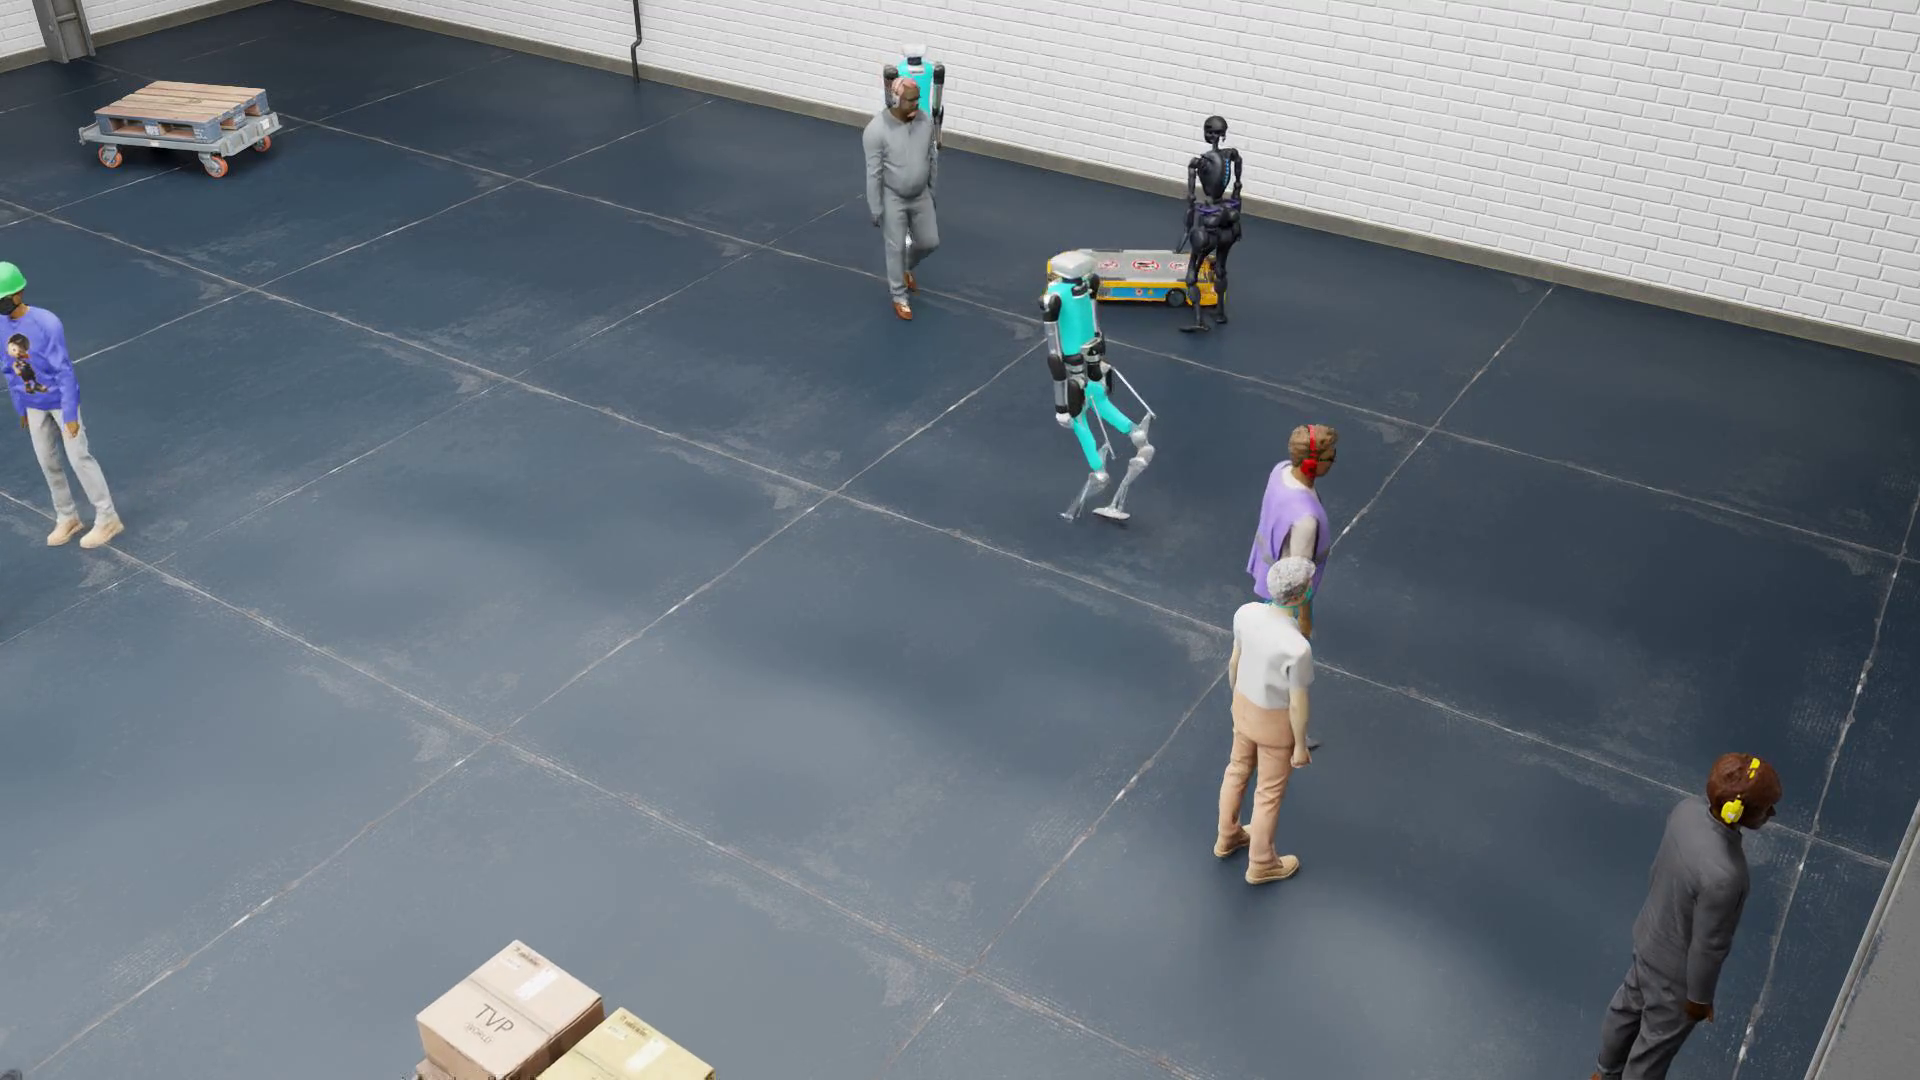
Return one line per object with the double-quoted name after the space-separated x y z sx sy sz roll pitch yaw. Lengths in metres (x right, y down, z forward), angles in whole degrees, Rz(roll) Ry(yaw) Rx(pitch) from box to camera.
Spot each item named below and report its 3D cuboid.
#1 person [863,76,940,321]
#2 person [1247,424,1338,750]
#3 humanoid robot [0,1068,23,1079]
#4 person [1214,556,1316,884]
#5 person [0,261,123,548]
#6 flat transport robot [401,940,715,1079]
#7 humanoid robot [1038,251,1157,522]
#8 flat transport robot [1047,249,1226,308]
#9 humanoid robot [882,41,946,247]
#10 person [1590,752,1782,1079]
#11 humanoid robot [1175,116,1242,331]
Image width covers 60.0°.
-0.444 -2.665 12.906 0.662 1.893 0.500 -19 37 -27 "person"
1.653 0.240 8.427 0.373 1.840 0.569 -3 33 -4 "person"
-4.083 1.629 6.453 0.477 1.651 0.589 -5 33 -8 "humanoid robot"
1.413 0.819 7.615 0.303 1.744 0.492 -19 37 -27 "person"
-5.527 -0.812 10.054 0.473 1.866 0.394 3 33 5 "person"
-1.599 2.488 6.384 0.659 0.231 1.431 22 39 30 "flat transport robot"
0.905 -0.846 10.236 0.882 1.779 0.543 22 39 30 "humanoid robot"
1.430 -2.143 13.591 1.431 0.231 0.659 1 33 2 "flat transport robot"
-0.474 -3.508 14.409 0.543 1.778 0.956 -9 34 -13 "humanoid robot"
2.744 1.569 6.333 0.362 1.873 0.492 2 33 3 "person"
1.942 -2.407 12.698 0.616 1.637 0.386 -21 38 -29 "humanoid robot"
